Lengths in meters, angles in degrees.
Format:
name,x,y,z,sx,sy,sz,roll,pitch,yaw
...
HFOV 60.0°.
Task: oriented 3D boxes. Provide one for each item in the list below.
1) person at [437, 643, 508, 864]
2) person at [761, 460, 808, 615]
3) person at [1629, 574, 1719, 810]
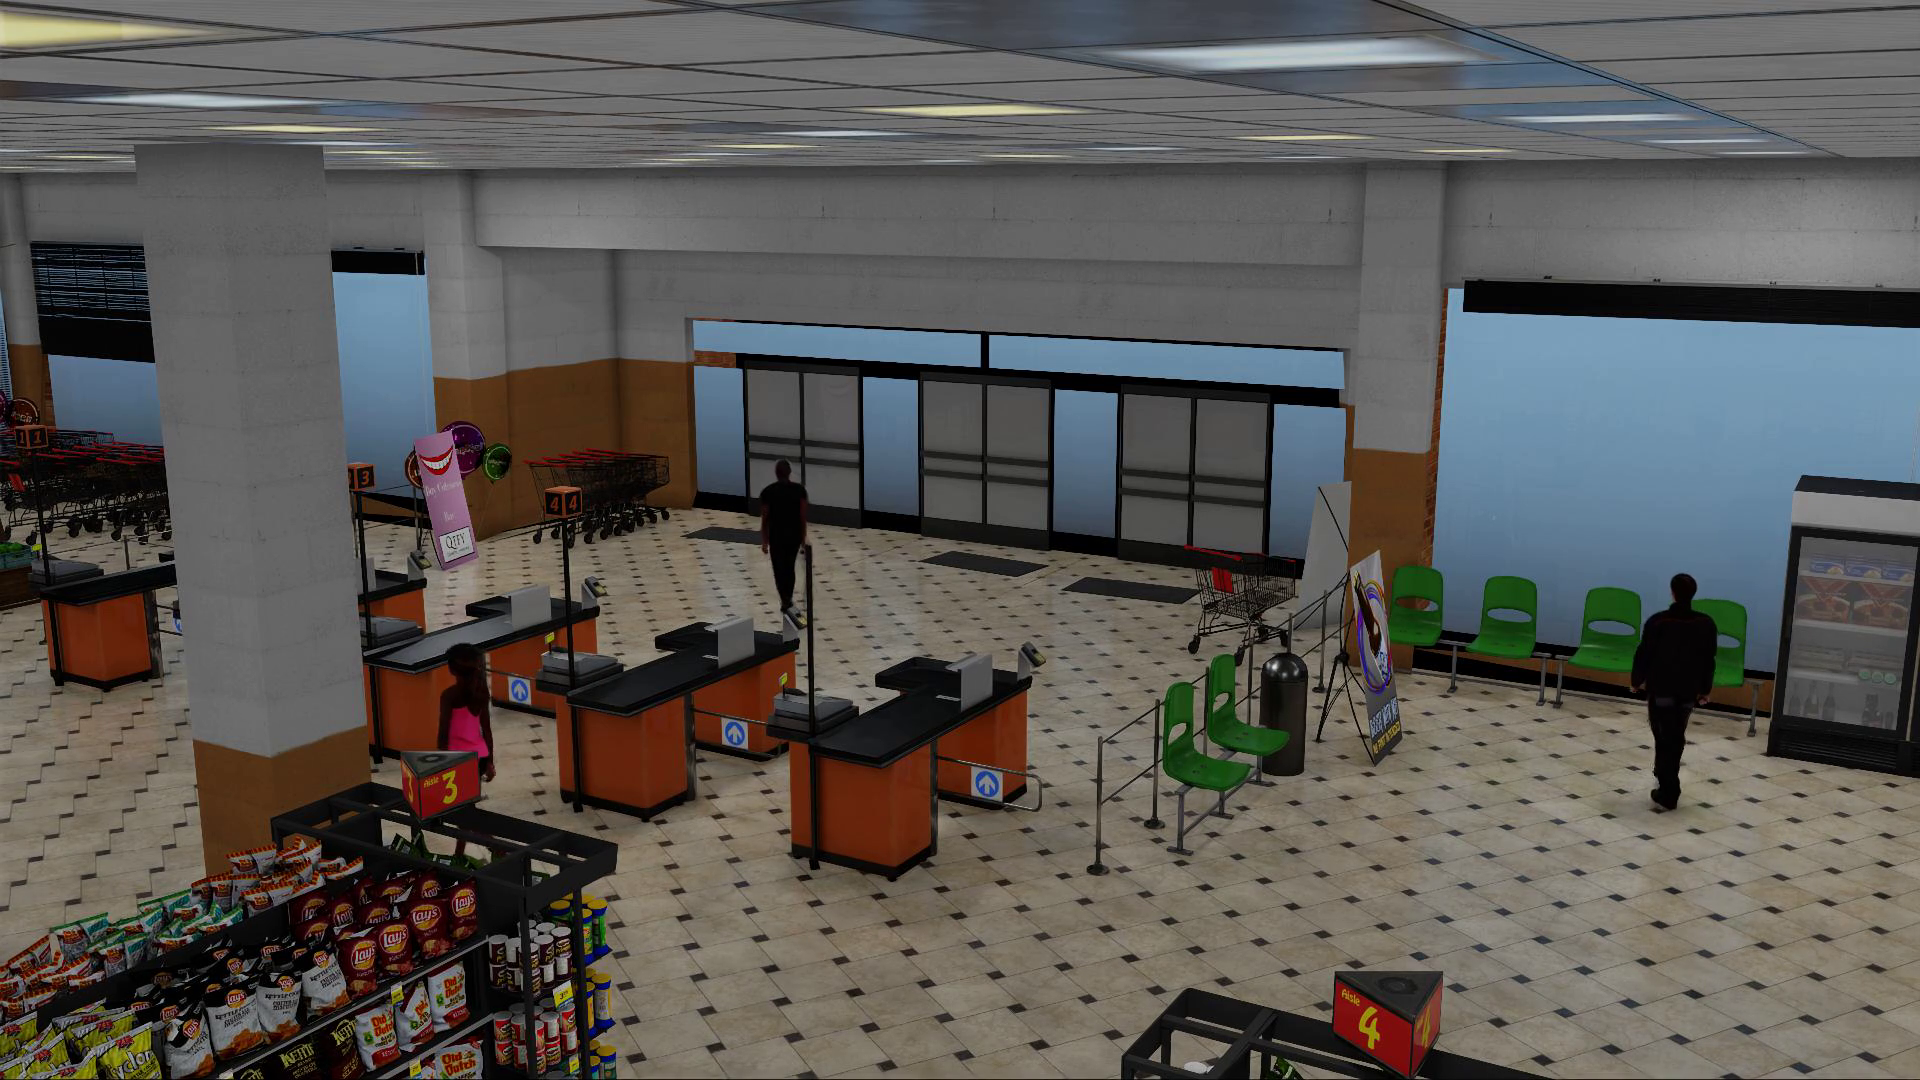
name,x,y,z,sx,sy,sz,roll,pitch,yaw
person,-3.326,1.568,11.386,0.670,1.697,1.043,8,14,33
person,-1.922,0.042,18.412,1.137,1.789,1.193,-3,12,-14
person,5.557,1.196,12.876,1.013,1.811,1.120,-1,12,-4
